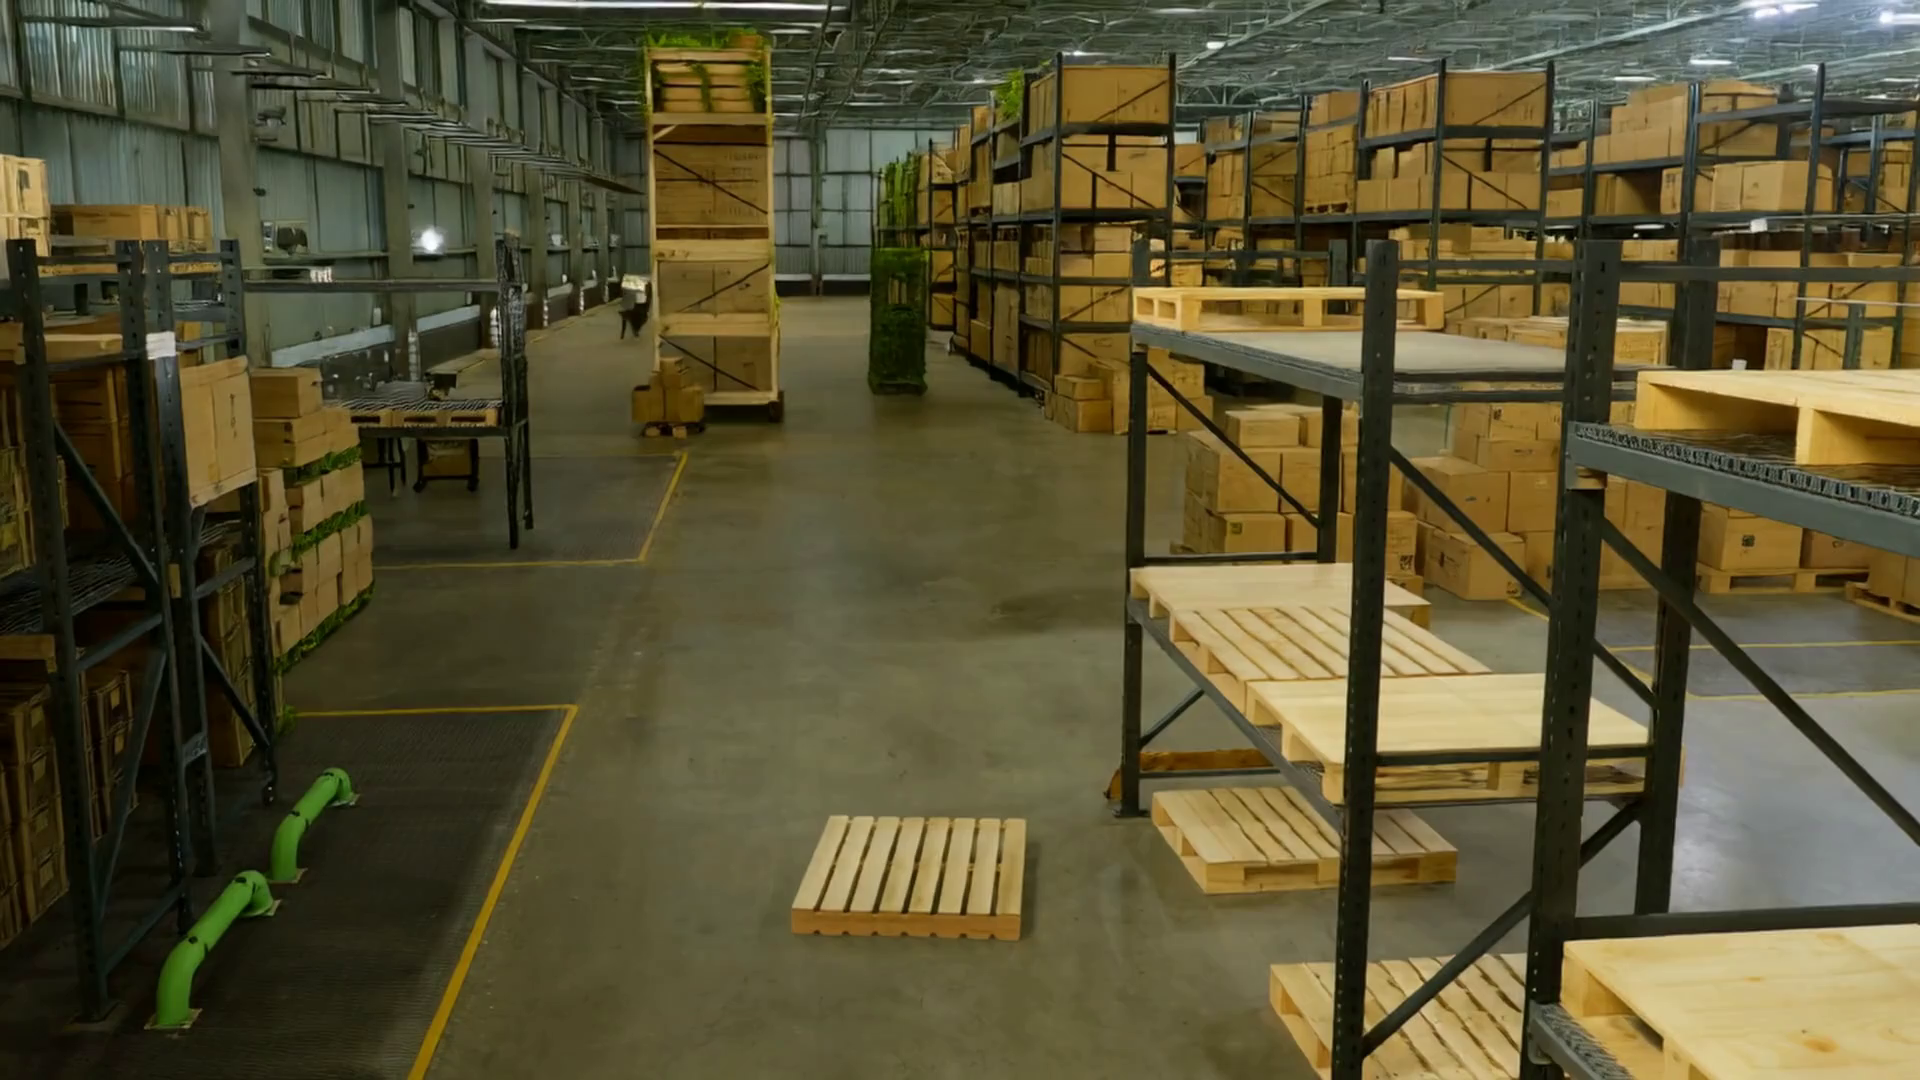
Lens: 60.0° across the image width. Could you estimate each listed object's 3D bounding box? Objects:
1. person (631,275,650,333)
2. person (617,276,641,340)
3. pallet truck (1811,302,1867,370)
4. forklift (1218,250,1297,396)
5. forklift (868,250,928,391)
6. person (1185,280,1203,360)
[{"bbox_3d":[-10.479,-7.742,54.555,0.619,1.895,0.462,-5,11,-25],"label":"person"},{"bbox_3d":[-10.136,-7.055,50.590,0.643,1.958,0.651,6,12,29],"label":"person"},{"bbox_3d":[15.846,-3.142,28.793,1.885,1.965,0.823,2,10,12],"label":"pallet truck"},{"bbox_3d":[5.890,-4.287,32.689,1.129,2.768,1.873,-1,10,-6],"label":"forklift"},{"bbox_3d":[-1.297,-4.497,33.851,1.129,2.768,1.873,-1,10,-6],"label":"forklift"},{"bbox_3d":[5.887,-5.563,42.174,0.633,2.003,0.896,-1,10,-5],"label":"person"}]
